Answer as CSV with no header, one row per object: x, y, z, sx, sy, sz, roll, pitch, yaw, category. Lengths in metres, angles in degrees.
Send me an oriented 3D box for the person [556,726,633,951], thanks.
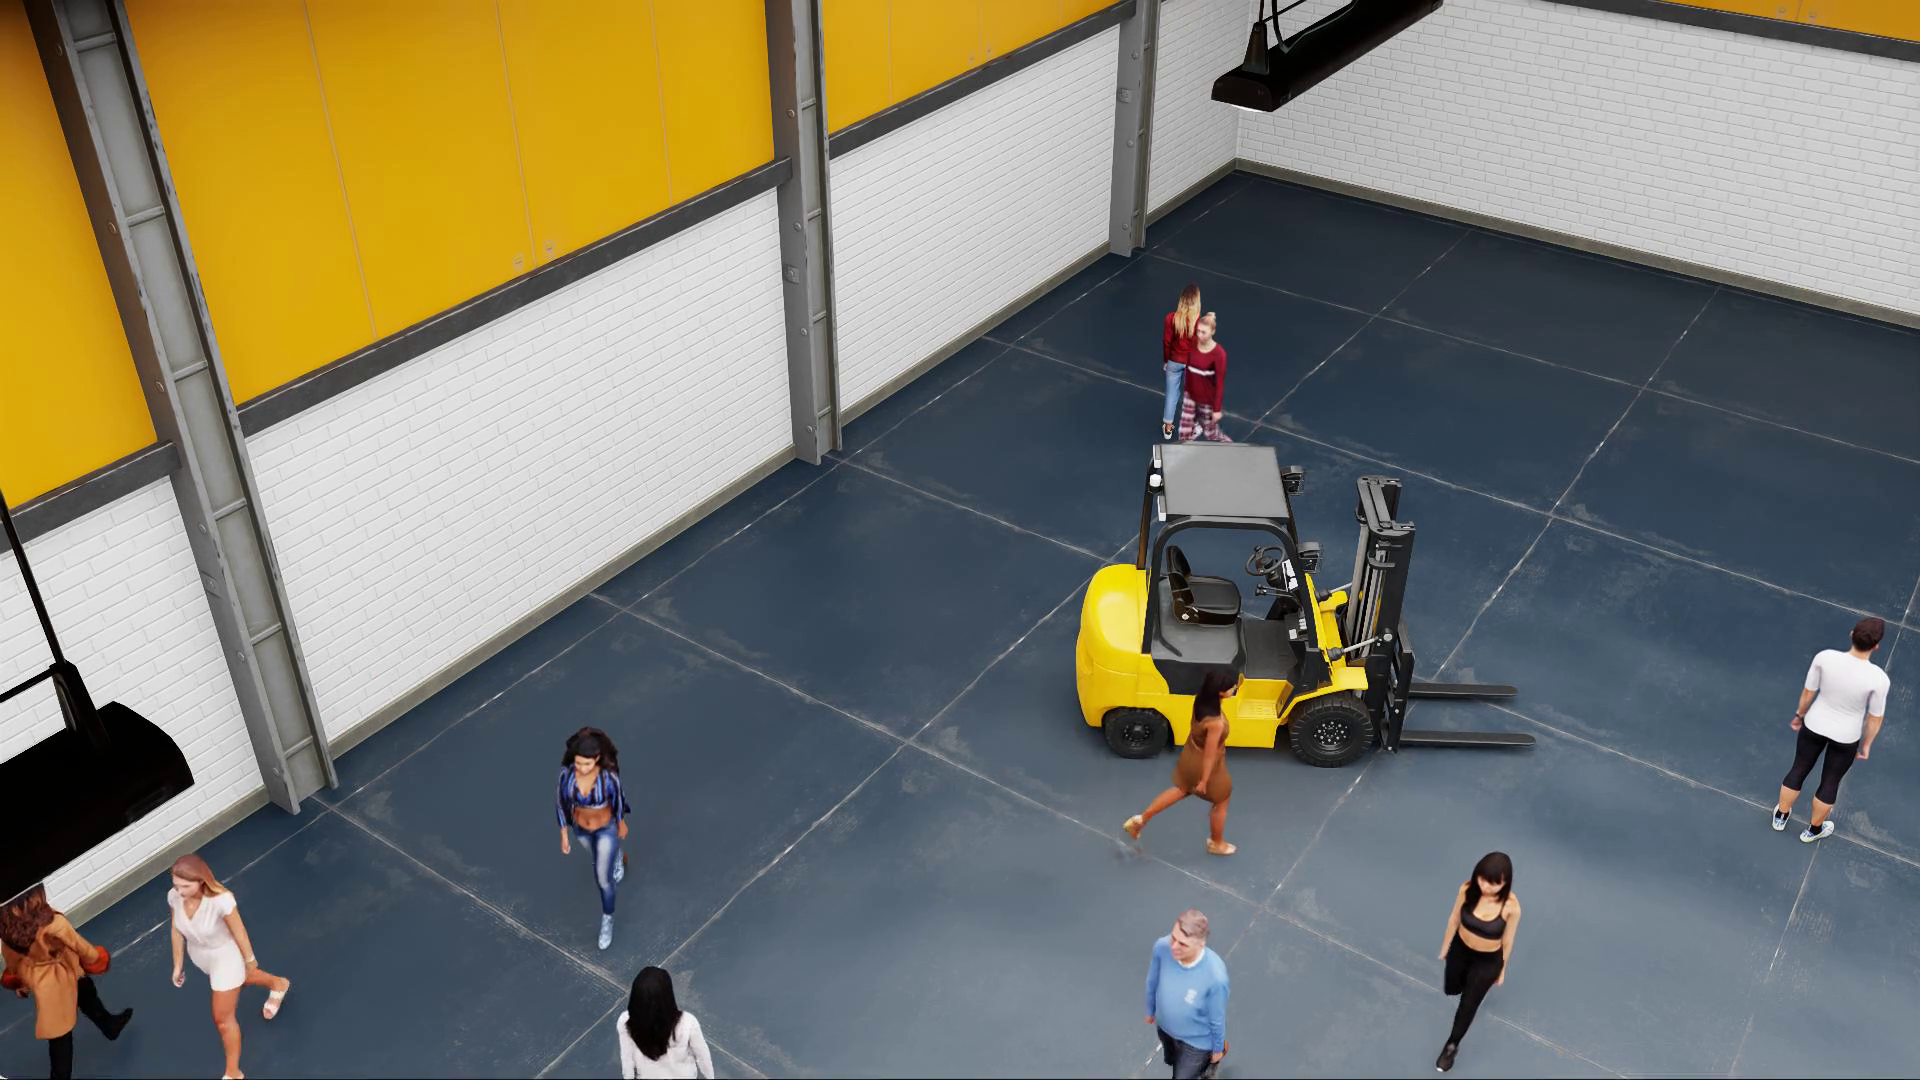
-2.364,1.836,10.862,0.909,1.585,1.120,4,34,7,person

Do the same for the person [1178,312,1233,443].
2.321,-1.348,15.582,0.725,1.663,1.059,26,42,34,person

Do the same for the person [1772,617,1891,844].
5.997,1.296,11.433,0.703,1.851,0.597,27,42,35,person

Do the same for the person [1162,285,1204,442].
2.189,-1.726,16.176,0.667,1.635,0.633,9,35,13,person

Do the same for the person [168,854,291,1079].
-4.360,2.430,9.903,0.823,1.657,1.198,10,35,14,person

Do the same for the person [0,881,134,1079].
-5.266,2.631,9.566,0.814,1.696,1.041,10,35,15,person

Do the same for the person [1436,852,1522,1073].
3.117,2.436,9.922,0.562,1.627,0.901,22,40,30,person

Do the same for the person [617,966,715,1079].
-1.605,3.014,9.023,0.991,1.658,1.221,3,34,4,person

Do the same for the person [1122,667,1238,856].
1.567,1.526,11.261,1.058,1.660,1.013,-6,34,-10,person

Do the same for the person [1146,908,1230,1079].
1.333,2.691,9.387,0.775,1.794,1.124,29,43,36,person
